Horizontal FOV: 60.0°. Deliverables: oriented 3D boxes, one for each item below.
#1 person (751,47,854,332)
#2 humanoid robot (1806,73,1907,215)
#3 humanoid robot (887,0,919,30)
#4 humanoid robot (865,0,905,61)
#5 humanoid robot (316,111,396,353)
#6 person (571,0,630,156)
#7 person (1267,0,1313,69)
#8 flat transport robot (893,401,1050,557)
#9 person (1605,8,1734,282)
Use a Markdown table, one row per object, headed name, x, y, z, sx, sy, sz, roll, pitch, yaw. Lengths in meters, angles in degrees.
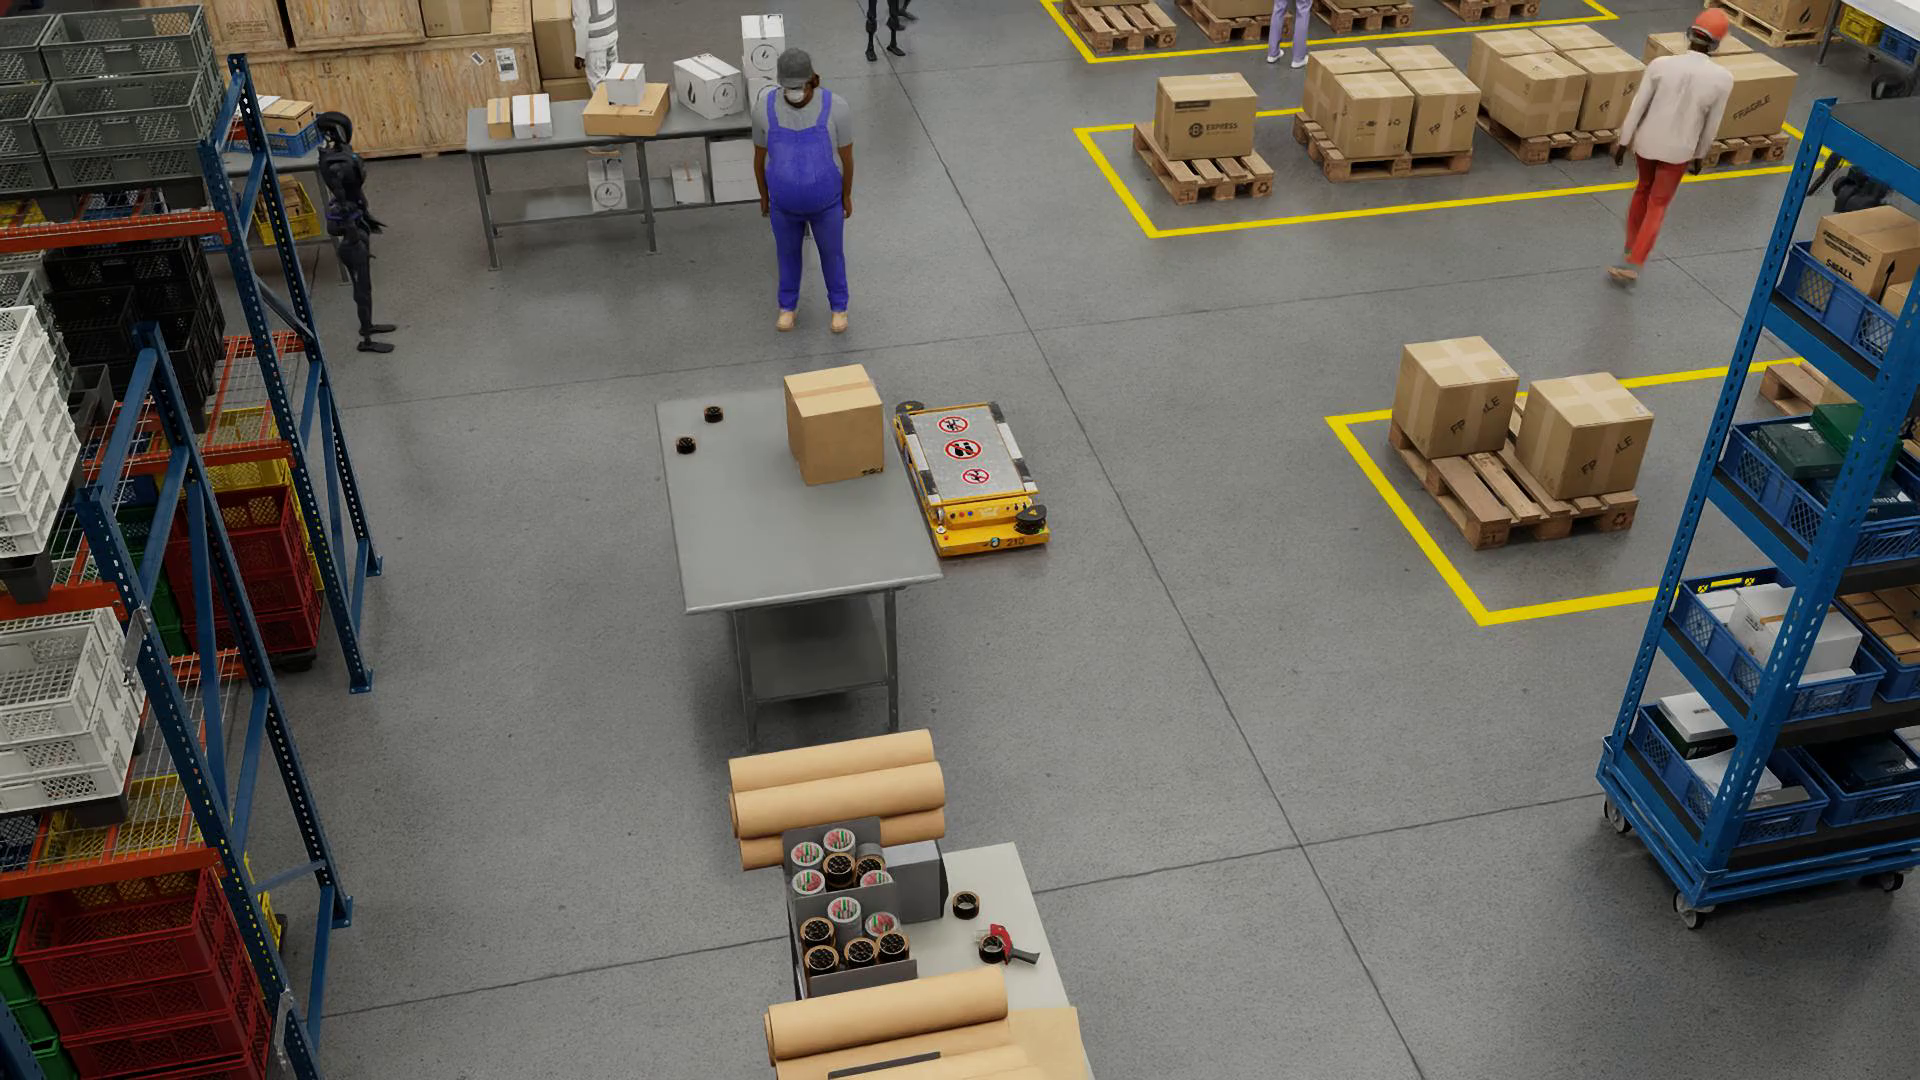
| name | x | y | z | sx | sy | sz | roll | pitch | yaw |
| --- | --- | --- | --- | --- | --- | --- | --- | --- | --- |
| person | -1.054 | -2.344 | 11.222 | 0.680 | 2.000 | 0.535 | 1 | 37 | 2 |
| humanoid robot | 6.256 | -2.472 | 11.708 | 0.597 | 1.636 | 0.613 | -4 | 37 | -5 |
| humanoid robot | -0.584 | -5.822 | 16.198 | 0.360 | 1.652 | 0.593 | 29 | 45 | 33 |
| humanoid robot | -0.694 | -5.338 | 15.540 | 0.603 | 1.653 | 0.315 | -14 | 39 | -18 |
| humanoid robot | -4.049 | -2.082 | 11.159 | 0.326 | 1.657 | 0.591 | -6 | 37 | -8 |
| person | -3.004 | -4.113 | 13.729 | 0.356 | 1.883 | 0.571 | 13 | 39 | 17 |
| person | 3.142 | -5.338 | 15.351 | 0.579 | 1.919 | 0.394 | 17 | 40 | 22 |
| flat transport robot | 0.046 | -0.430 | 10.108 | 0.652 | 0.197 | 1.431 | -8 | 37 | -10 |
| person | 5.035 | -2.802 | 11.922 | 0.613 | 1.942 | 0.821 | 27 | 44 | 31 |
